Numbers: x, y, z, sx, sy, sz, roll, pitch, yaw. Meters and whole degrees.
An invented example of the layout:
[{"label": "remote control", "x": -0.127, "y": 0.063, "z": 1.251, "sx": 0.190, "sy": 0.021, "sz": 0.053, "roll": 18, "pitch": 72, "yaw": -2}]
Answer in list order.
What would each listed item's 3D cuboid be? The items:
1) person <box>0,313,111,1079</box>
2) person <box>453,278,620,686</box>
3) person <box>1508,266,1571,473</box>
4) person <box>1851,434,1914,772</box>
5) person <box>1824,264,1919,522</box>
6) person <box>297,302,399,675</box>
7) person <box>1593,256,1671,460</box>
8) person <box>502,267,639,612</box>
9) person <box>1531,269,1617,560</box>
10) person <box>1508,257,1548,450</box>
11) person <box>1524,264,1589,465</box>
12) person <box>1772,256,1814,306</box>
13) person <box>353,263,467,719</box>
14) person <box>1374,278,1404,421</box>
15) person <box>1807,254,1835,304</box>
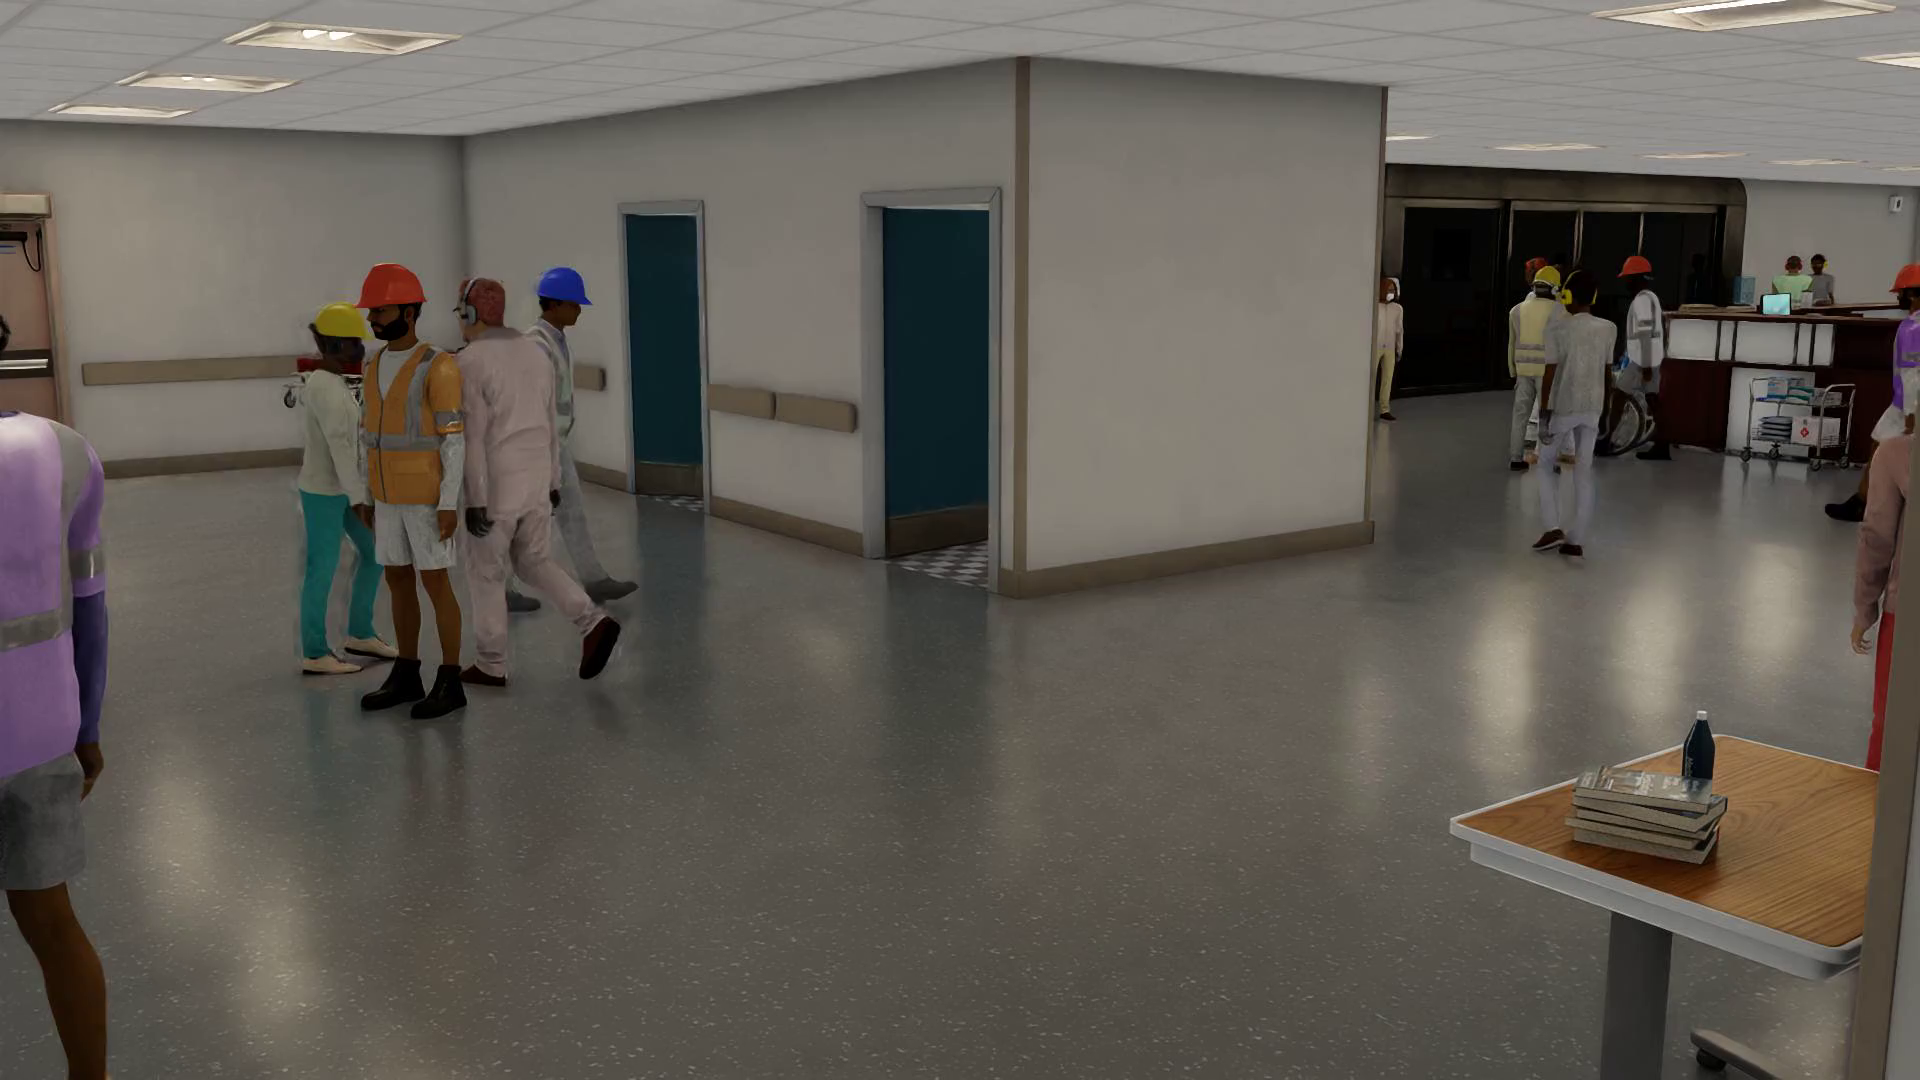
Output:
[{"label": "person", "x": -2.045, "y": 0.410, "z": 3.435, "sx": 0.409, "sy": 2.029, "sz": 0.615, "roll": 4, "pitch": 11, "yaw": 20}, {"label": "person", "x": -1.969, "y": -0.245, "z": 7.537, "sx": 0.730, "sy": 1.878, "sz": 0.660, "roll": 4, "pitch": 11, "yaw": 23}, {"label": "person", "x": 5.122, "y": -1.493, "z": 14.669, "sx": 0.403, "sy": 1.823, "sz": 0.595, "roll": -9, "pitch": 14, "yaw": -42}, {"label": "person", "x": 3.015, "y": 0.246, "z": 5.074, "sx": 0.533, "sy": 1.767, "sz": 0.327, "roll": 7, "pitch": 12, "yaw": 33}, {"label": "person", "x": 6.772, "y": -0.996, "z": 11.756, "sx": 0.532, "sy": 1.882, "sz": 1.035, "roll": -5, "pitch": 11, "yaw": -28}, {"label": "person", "x": -2.865, "y": -0.231, "z": 7.802, "sx": 0.577, "sy": 1.747, "sz": 0.524, "roll": -2, "pitch": 10, "yaw": -10}, {"label": "person", "x": 6.261, "y": -1.698, "z": 15.585, "sx": 0.922, "sy": 1.894, "sz": 0.573, "roll": 6, "pitch": 12, "yaw": 32}, {"label": "person", "x": -2.214, "y": -0.529, "z": 9.093, "sx": 0.891, "sy": 1.888, "sz": 0.635, "roll": 0, "pitch": 10, "yaw": 3}, {"label": "person", "x": 3.962, "y": -0.805, "z": 10.711, "sx": 0.537, "sy": 1.850, "sz": 0.484, "roll": 0, "pitch": 10, "yaw": -2}, {"label": "person", "x": 5.642, "y": -1.823, "z": 16.325, "sx": 0.356, "sy": 1.887, "sz": 0.572, "roll": 8, "pitch": 13, "yaw": 38}, {"label": "person", "x": 5.444, "y": -1.595, "z": 15.223, "sx": 0.625, "sy": 1.835, "sz": 0.431, "roll": -5, "pitch": 11, "yaw": -27}, {"label": "person", "x": 12.331, "y": -3.293, "z": 24.704, "sx": 0.564, "sy": 1.838, "sz": 0.388, "roll": 4, "pitch": 11, "yaw": 23}, {"label": "person", "x": -2.370, "y": -0.204, "z": 7.115, "sx": 0.552, "sy": 1.937, "sz": 0.356, "roll": 6, "pitch": 12, "yaw": 29}, {"label": "person", "x": 4.816, "y": -2.159, "z": 18.957, "sx": 0.504, "sy": 1.627, "sz": 0.285, "roll": -3, "pitch": 10, "yaw": -14}, {"label": "person", "x": 13.247, "y": -3.508, "z": 25.869, "sx": 0.566, "sy": 1.859, "sz": 0.557, "roll": -8, "pitch": 13, "yaw": -39}]
